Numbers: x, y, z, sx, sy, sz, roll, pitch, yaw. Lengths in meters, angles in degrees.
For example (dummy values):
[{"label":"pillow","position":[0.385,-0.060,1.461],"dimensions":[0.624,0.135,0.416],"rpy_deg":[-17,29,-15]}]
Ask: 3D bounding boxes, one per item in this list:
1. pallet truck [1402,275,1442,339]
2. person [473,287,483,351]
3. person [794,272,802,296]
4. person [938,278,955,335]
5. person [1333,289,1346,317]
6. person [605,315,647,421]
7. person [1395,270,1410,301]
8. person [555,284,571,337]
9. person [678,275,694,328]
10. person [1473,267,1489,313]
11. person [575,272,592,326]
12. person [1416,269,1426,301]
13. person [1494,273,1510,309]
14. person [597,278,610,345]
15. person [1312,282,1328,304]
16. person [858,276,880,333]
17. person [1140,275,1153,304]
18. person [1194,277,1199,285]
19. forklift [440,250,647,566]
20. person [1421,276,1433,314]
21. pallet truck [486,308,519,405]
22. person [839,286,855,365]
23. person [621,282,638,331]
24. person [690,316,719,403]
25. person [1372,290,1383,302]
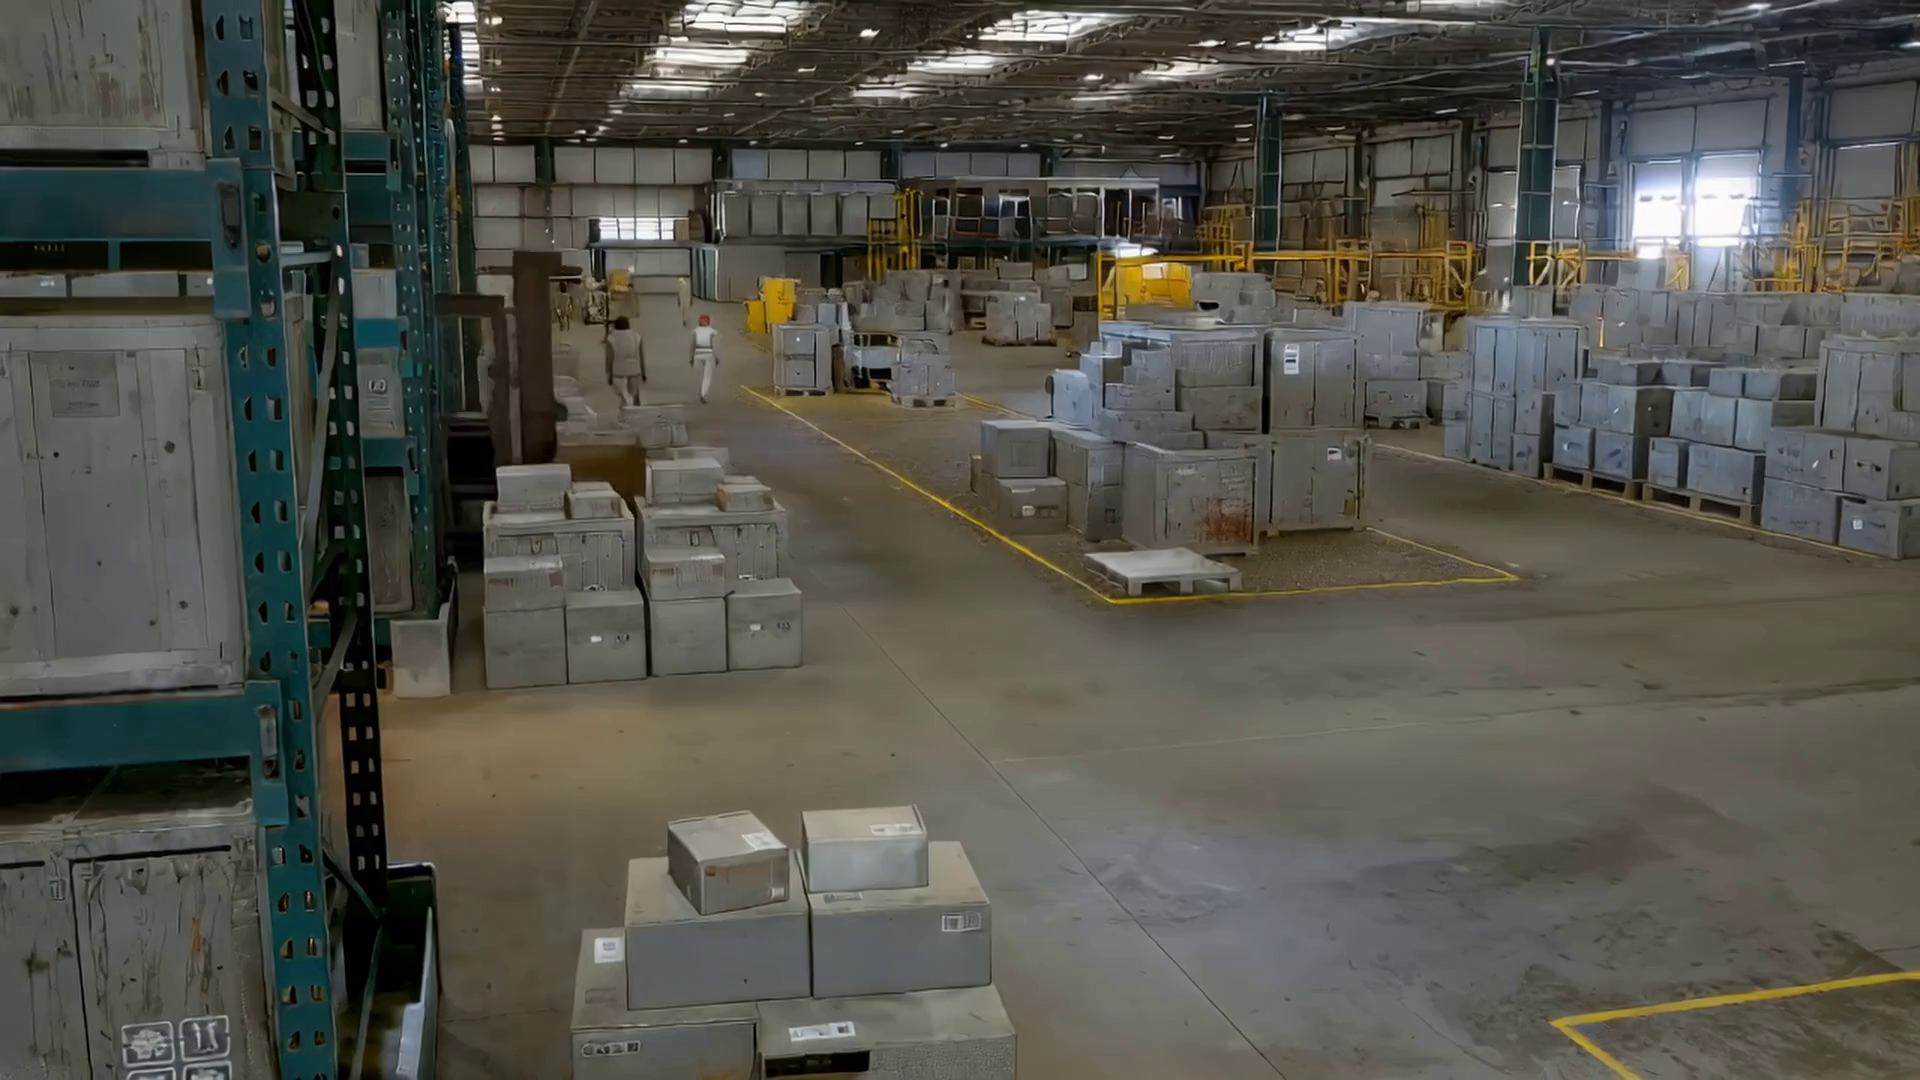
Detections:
[{"label":"pallet truck","position":[14.620,-7.324,52.145],"dimensions":[0.823,1.965,1.885],"rpy_deg":[8,13,40]},{"label":"person","position":[-13.106,-6.009,44.575],"dimensions":[0.536,2.000,0.688],"rpy_deg":[3,10,17]},{"label":"person","position":[-5.978,-8.901,61.239],"dimensions":[0.355,1.940,0.542],"rpy_deg":[8,13,38]},{"label":"person","position":[-0.435,-7.551,53.879],"dimensions":[0.713,1.840,0.539],"rpy_deg":[8,13,37]},{"label":"person","position":[8.893,-4.899,38.770],"dimensions":[0.355,1.876,0.574],"rpy_deg":[-7,12,-34]},{"label":"person","position":[-5.169,-2.574,25.769],"dimensions":[0.632,1.816,0.786],"rpy_deg":[-3,11,-17]},{"label":"person","position":[19.550,-11.010,73.527],"dimensions":[0.674,1.820,0.500],"rpy_deg":[6,12,31]},{"label":"person","position":[-12.658,-7.327,53.029],"dimensions":[0.534,1.692,0.320],"rpy_deg":[1,10,7]},{"label":"person","position":[-9.627,-8.361,58.423],"dimensions":[0.525,1.852,0.430],"rpy_deg":[0,10,-1]},{"label":"person","position":[22.520,-10.786,71.814],"dimensions":[0.651,1.972,0.571],"rpy_deg":[-1,10,-4]},{"label":"person","position":[-13.696,-8.778,60.581],"dimensions":[0.598,1.933,0.879],"rpy_deg":[-6,11,-29]},{"label":"person","position":[19.497,-10.471,70.198],"dimensions":[0.647,1.911,0.864],"rpy_deg":[5,11,24]},{"label":"person","position":[20.177,-8.961,61.784],"dimensions":[0.606,1.871,1.034],"rpy_deg":[6,12,31]},{"label":"person","position":[-10.438,-6.700,48.768],"dimensions":[0.354,1.942,0.545],"rpy_deg":[-3,10,-17]},{"label":"person","position":[11.961,-7.728,55.313],"dimensions":[0.534,1.692,0.321],"rpy_deg":[6,12,32]},{"label":"person","position":[-3.067,-7.813,55.287],"dimensions":[0.608,1.863,0.999],"rpy_deg":[-9,14,-43]},{"label":"person","position":[6.559,-8.404,58.695],"dimensions":[0.514,1.842,0.328],"rpy_deg":[-6,11,-29]},{"label":"person","position":[8.273,-8.302,58.264],"dimensions":[0.655,1.787,0.980],"rpy_deg":[7,12,35]},{"label":"forklift","position":[-3.864,-1.255,15.278],"dimensions":[1.873,2.768,1.129],"rpy_deg":[-3,10,-15]},{"label":"person","position":[15.148,-7.621,54.018],"dimensions":[0.372,1.931,0.629],"rpy_deg":[7,12,34]},{"label":"pallet truck","position":[-6.242,-2.418,24.362],"dimensions":[0.823,1.965,1.885],"rpy_deg":[1,10,3]},{"label":"person","position":[-2.719,-5.178,40.231],"dimensions":[0.392,1.914,0.587],"rpy_deg":[2,10,9]},{"label":"person","position":[-10.387,-7.233,52.319],"dimensions":[0.544,1.747,0.438],"rpy_deg":[4,11,24]},{"label":"person","position":[-4.713,-3.331,30.650],"dimensions":[0.528,1.603,0.829],"rpy_deg":[0,10,3]},{"label":"person","position":[9.315,-4.704,37.611],"dimensions":[0.629,1.888,0.558],"rpy_deg":[2,10,13]}]
